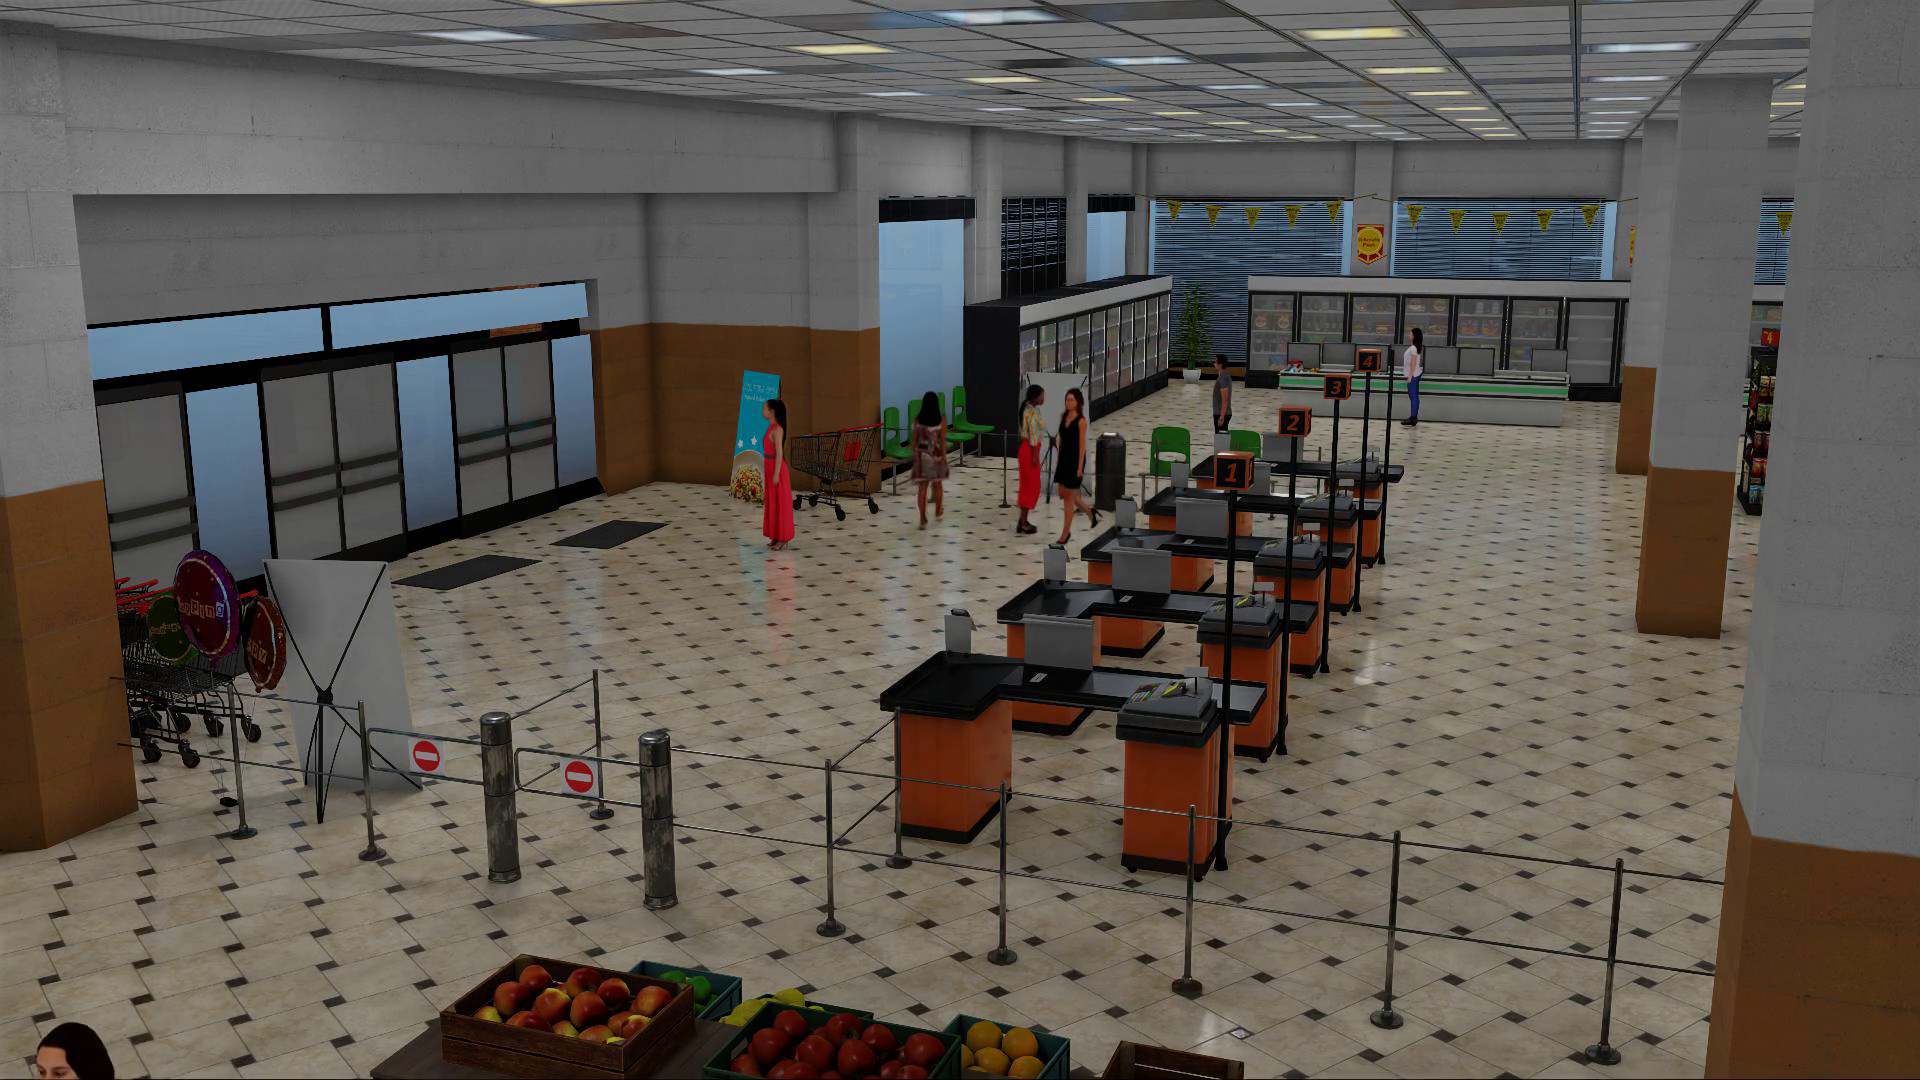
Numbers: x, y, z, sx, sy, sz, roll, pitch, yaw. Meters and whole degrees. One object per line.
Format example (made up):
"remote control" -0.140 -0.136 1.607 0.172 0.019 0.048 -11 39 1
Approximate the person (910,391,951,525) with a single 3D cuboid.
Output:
"person" -0.399 -0.956 20.203 1.100 1.599 0.835 2 12 9

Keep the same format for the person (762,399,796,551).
"person" -2.095 -0.747 18.906 0.752 1.725 0.716 -4 12 -16

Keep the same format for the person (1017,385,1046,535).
"person" 0.816 -0.954 19.741 0.736 1.787 0.707 -3 12 -14

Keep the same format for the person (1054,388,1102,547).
"person" 1.336 -0.825 19.041 0.896 1.822 0.890 -9 15 -37

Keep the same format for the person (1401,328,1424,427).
"person" 7.881 -2.825 28.871 0.545 1.685 0.620 6 13 25

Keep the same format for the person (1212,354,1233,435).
"person" 3.753 -1.789 23.784 0.591 1.753 0.662 2 12 8
